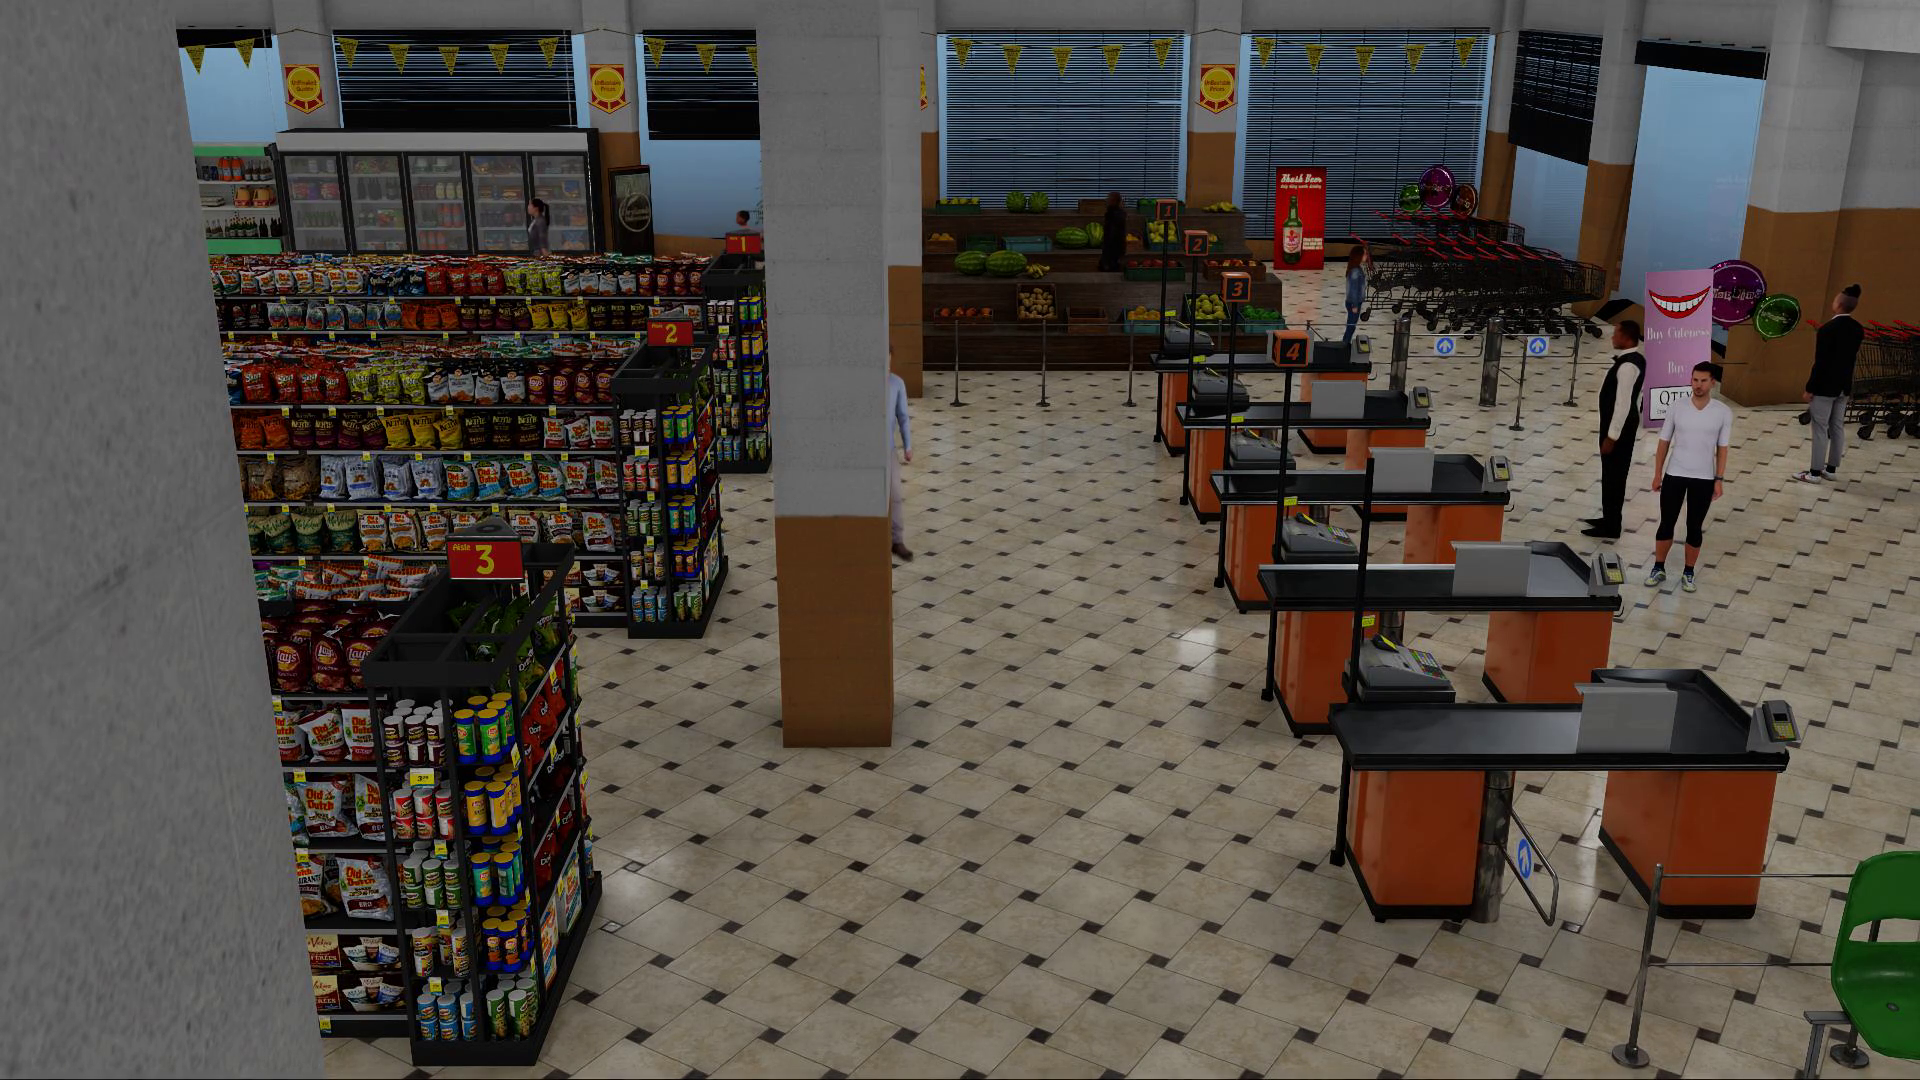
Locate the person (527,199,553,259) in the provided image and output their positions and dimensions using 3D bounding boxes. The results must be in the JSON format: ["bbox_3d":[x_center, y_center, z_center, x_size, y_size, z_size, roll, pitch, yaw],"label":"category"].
[{"bbox_3d":[-6.041,-4.154,24.375,0.840,1.655,0.677,-2,19,-6],"label":"person"}]

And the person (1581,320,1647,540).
[{"bbox_3d":[5.759,-0.973,14.525,0.755,1.920,0.774,9,21,25],"label":"person"}]

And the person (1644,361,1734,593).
[{"bbox_3d":[5.831,-0.519,13.287,0.670,1.851,0.819,9,21,25],"label":"person"}]

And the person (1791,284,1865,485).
[{"bbox_3d":[8.447,-1.516,16.092,0.687,1.948,0.847,-7,20,-21],"label":"person"}]

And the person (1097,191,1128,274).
[{"bbox_3d":[2.317,-4.132,24.065,0.688,1.811,0.737,2,19,7],"label":"person"}]

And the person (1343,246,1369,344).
[{"bbox_3d":[5.056,-3.045,21.365,0.582,1.475,0.604,6,19,17],"label":"person"}]
